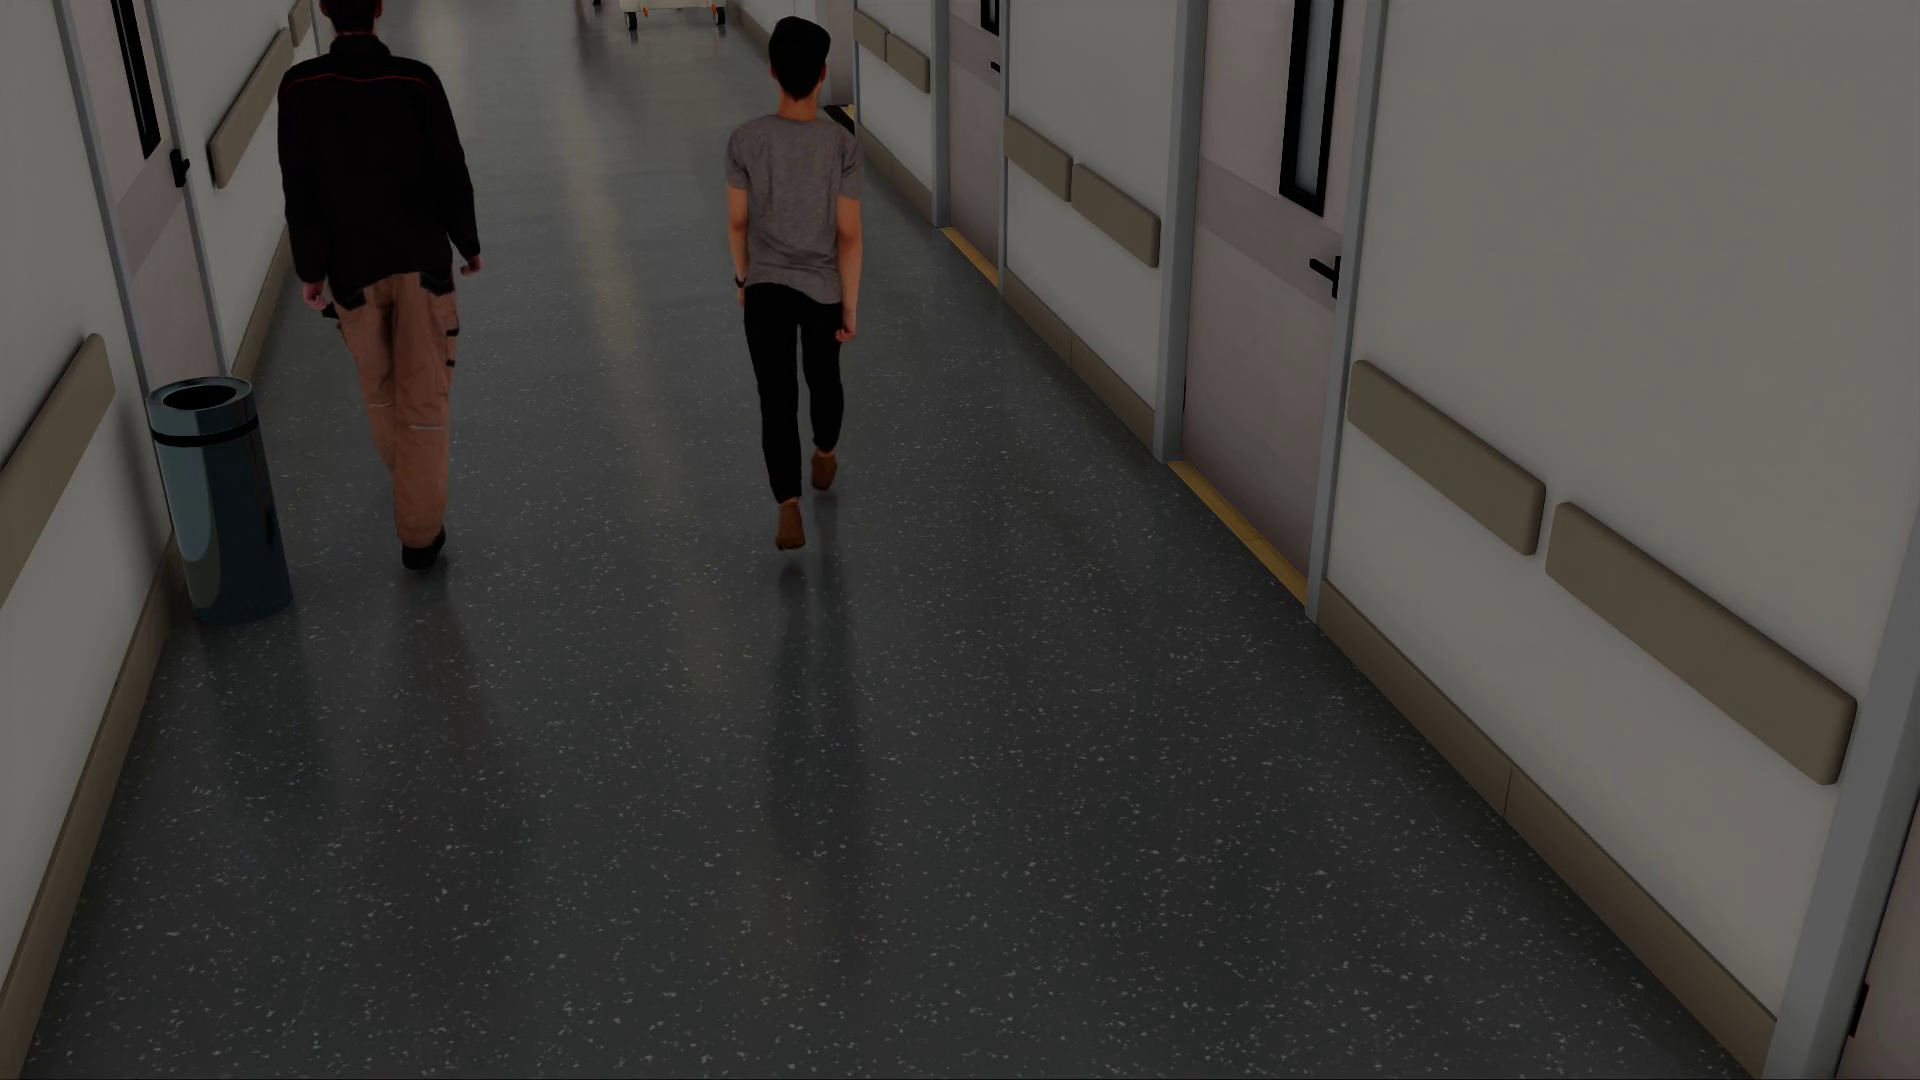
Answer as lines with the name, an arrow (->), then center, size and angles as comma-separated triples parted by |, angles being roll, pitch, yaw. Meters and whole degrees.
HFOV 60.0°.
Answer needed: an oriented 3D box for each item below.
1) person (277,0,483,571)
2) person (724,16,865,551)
person -> -1.803, -0.802, 5.233 | 1.060, 1.884, 0.789 | -6, 26, -12
person -> -0.545, -0.774, 5.409 | 1.134, 1.680, 0.773 | -3, 26, -6
